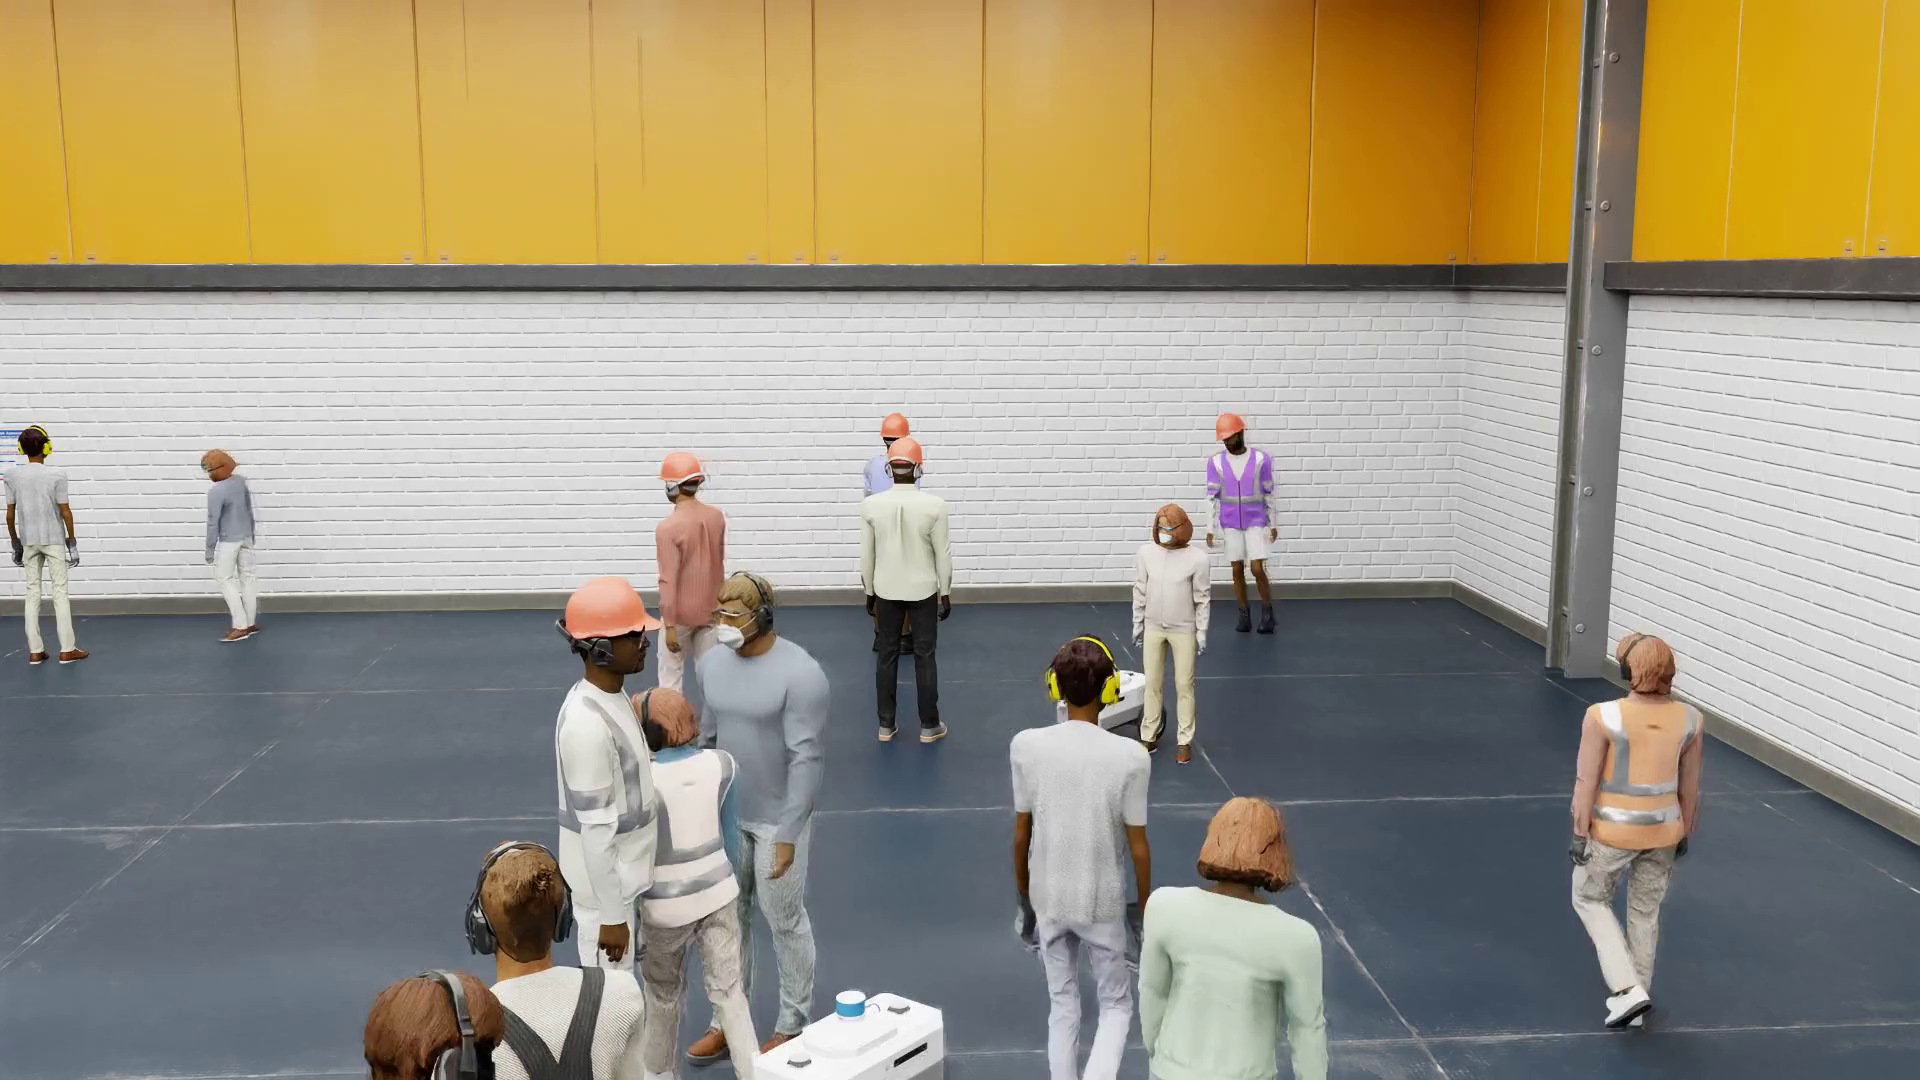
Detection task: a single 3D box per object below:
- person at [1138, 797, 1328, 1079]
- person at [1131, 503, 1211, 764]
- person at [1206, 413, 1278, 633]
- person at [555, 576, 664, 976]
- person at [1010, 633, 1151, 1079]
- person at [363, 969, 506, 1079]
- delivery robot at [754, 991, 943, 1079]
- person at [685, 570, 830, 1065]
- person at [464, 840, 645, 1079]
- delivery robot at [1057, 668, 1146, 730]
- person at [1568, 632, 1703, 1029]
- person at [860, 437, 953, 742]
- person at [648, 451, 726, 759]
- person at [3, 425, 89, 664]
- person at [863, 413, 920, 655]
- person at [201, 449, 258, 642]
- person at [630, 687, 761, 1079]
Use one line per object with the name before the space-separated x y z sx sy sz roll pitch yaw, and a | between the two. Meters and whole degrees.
person | 0.677 1.511 4.547 0.650 1.620 0.451 4 10 22
person | 1.307 0.576 10.371 0.498 1.633 0.285 5 10 27
person | 2.367 -0.137 14.048 0.589 1.887 0.539 3 9 17
person | -1.158 1.131 5.597 0.365 2.048 0.607 -1 9 -9
person | 0.391 1.244 5.519 0.511 1.849 0.499 3 10 19
person | -0.977 1.661 2.995 0.547 1.817 0.638 0 9 -2
delivery robot | -0.375 1.804 5.747 0.477 0.478 0.707 7 11 37
person | -0.780 1.068 6.332 0.646 1.930 0.436 6 11 34
person | -0.909 1.548 3.611 0.516 1.843 0.327 -8 12 -40
delivery robot | 0.939 1.014 10.709 0.477 0.478 0.707 7 11 39
person | 2.688 1.176 6.621 0.536 1.623 0.401 -1 9 -7
person | -0.344 0.328 10.806 0.610 1.993 0.380 2 9 10
person | -1.603 0.434 10.214 0.833 1.973 0.624 6 11 34
person | -7.150 0.039 12.990 0.515 1.876 0.327 -1 9 -4
person | -0.511 -0.048 13.322 0.552 1.942 0.341 6 11 34
person | -6.090 0.026 13.911 0.307 1.613 0.601 2 9 11
person | -0.963 1.308 5.914 0.537 1.596 0.828 -8 12 -39
